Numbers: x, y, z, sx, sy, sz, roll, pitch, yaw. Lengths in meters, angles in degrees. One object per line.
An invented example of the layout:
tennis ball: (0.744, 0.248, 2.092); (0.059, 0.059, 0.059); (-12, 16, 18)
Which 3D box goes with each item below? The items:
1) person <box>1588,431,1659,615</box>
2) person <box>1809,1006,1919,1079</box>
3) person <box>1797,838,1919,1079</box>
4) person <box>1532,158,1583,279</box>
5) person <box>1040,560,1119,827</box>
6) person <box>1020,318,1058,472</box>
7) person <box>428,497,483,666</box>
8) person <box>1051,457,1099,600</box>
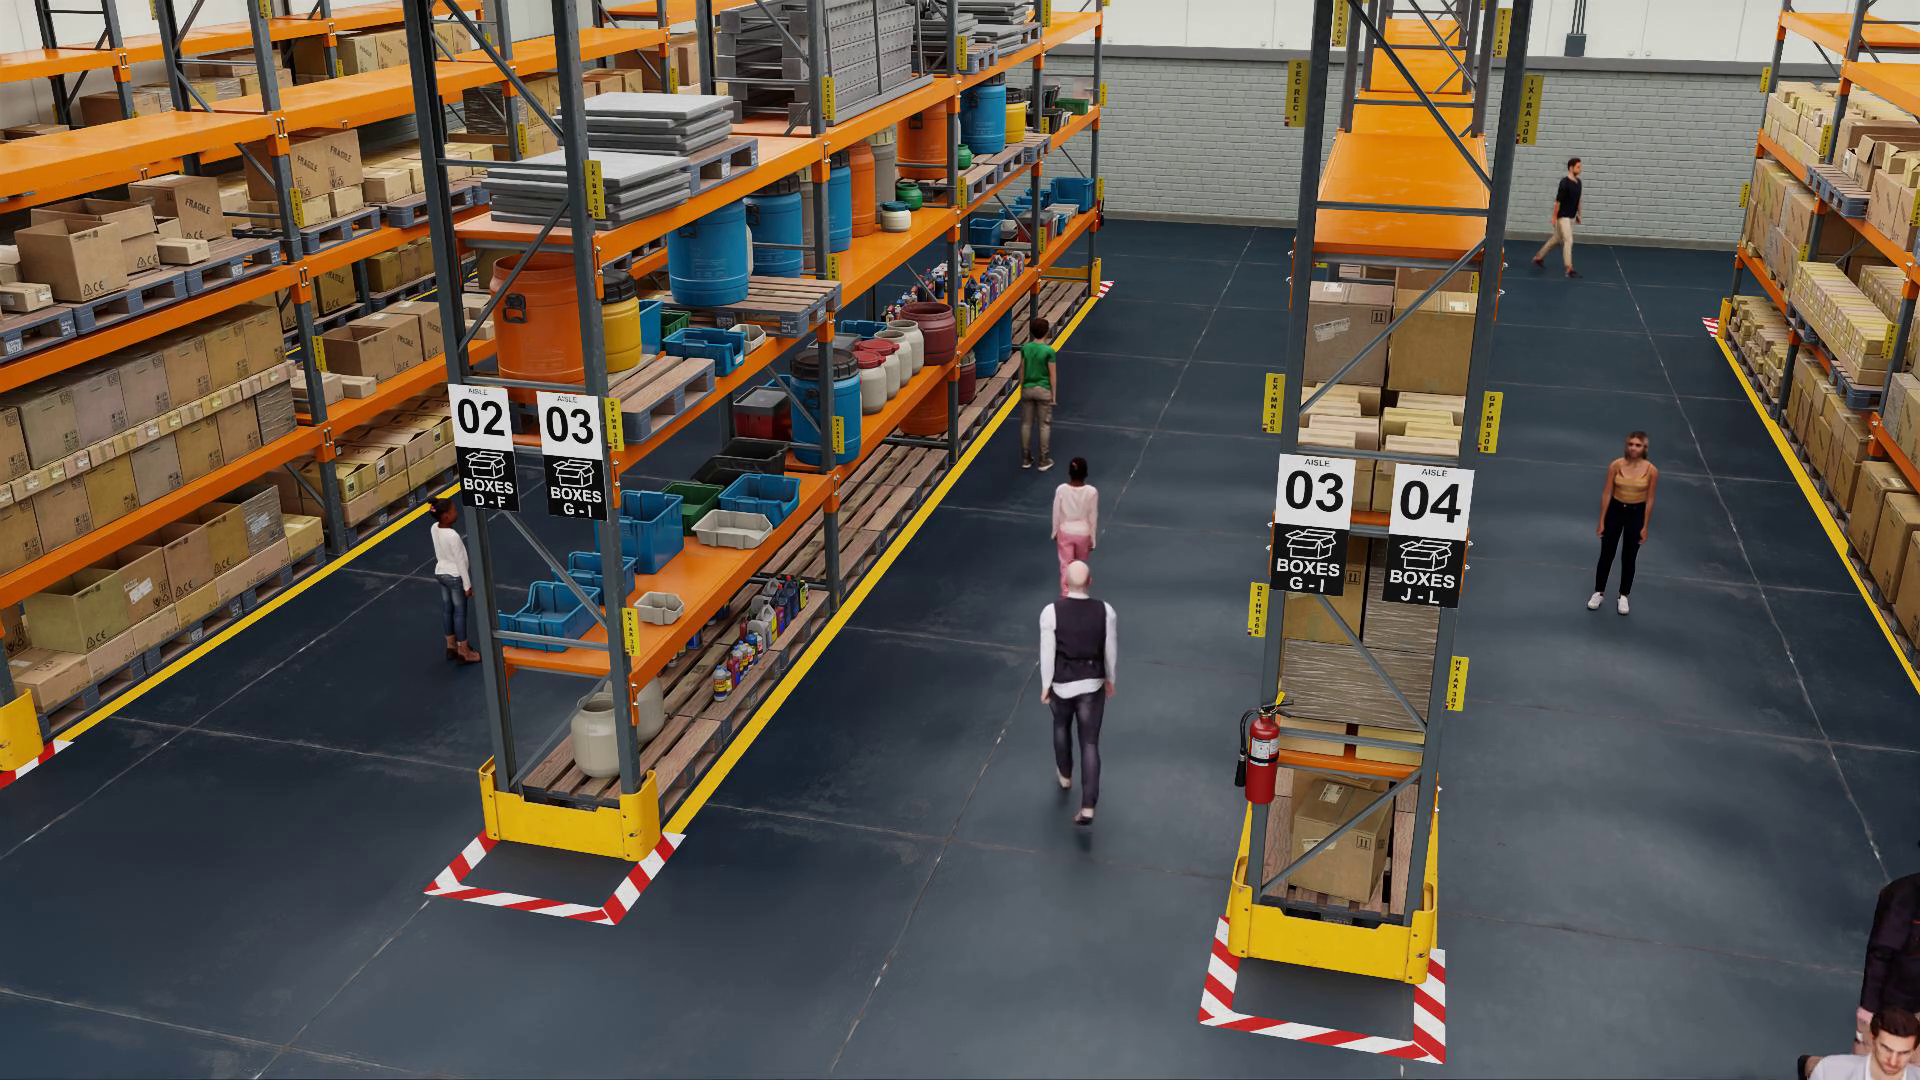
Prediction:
person: (5.752, -0.169, 14.395); (0.605, 1.629, 0.569); (10, 24, 24)
person: (3.810, 2.712, 7.124); (0.804, 1.800, 1.229); (9, 24, 21)
person: (4.564, 2.221, 8.175); (1.005, 1.913, 1.117); (-7, 23, -18)
person: (9.414, -5.059, 26.107); (1.197, 1.814, 1.137); (-18, 28, -37)
person: (0.798, 1.061, 11.187); (0.959, 1.780, 1.332); (-1, 22, -2)
person: (0.812, -1.565, 17.781); (0.606, 1.649, 0.559); (9, 24, 20)
person: (-4.112, 0.319, 13.476); (0.602, 1.421, 0.619); (19, 29, 39)
person: (0.975, -0.016, 14.298); (0.686, 1.418, 1.023); (1, 22, 3)
